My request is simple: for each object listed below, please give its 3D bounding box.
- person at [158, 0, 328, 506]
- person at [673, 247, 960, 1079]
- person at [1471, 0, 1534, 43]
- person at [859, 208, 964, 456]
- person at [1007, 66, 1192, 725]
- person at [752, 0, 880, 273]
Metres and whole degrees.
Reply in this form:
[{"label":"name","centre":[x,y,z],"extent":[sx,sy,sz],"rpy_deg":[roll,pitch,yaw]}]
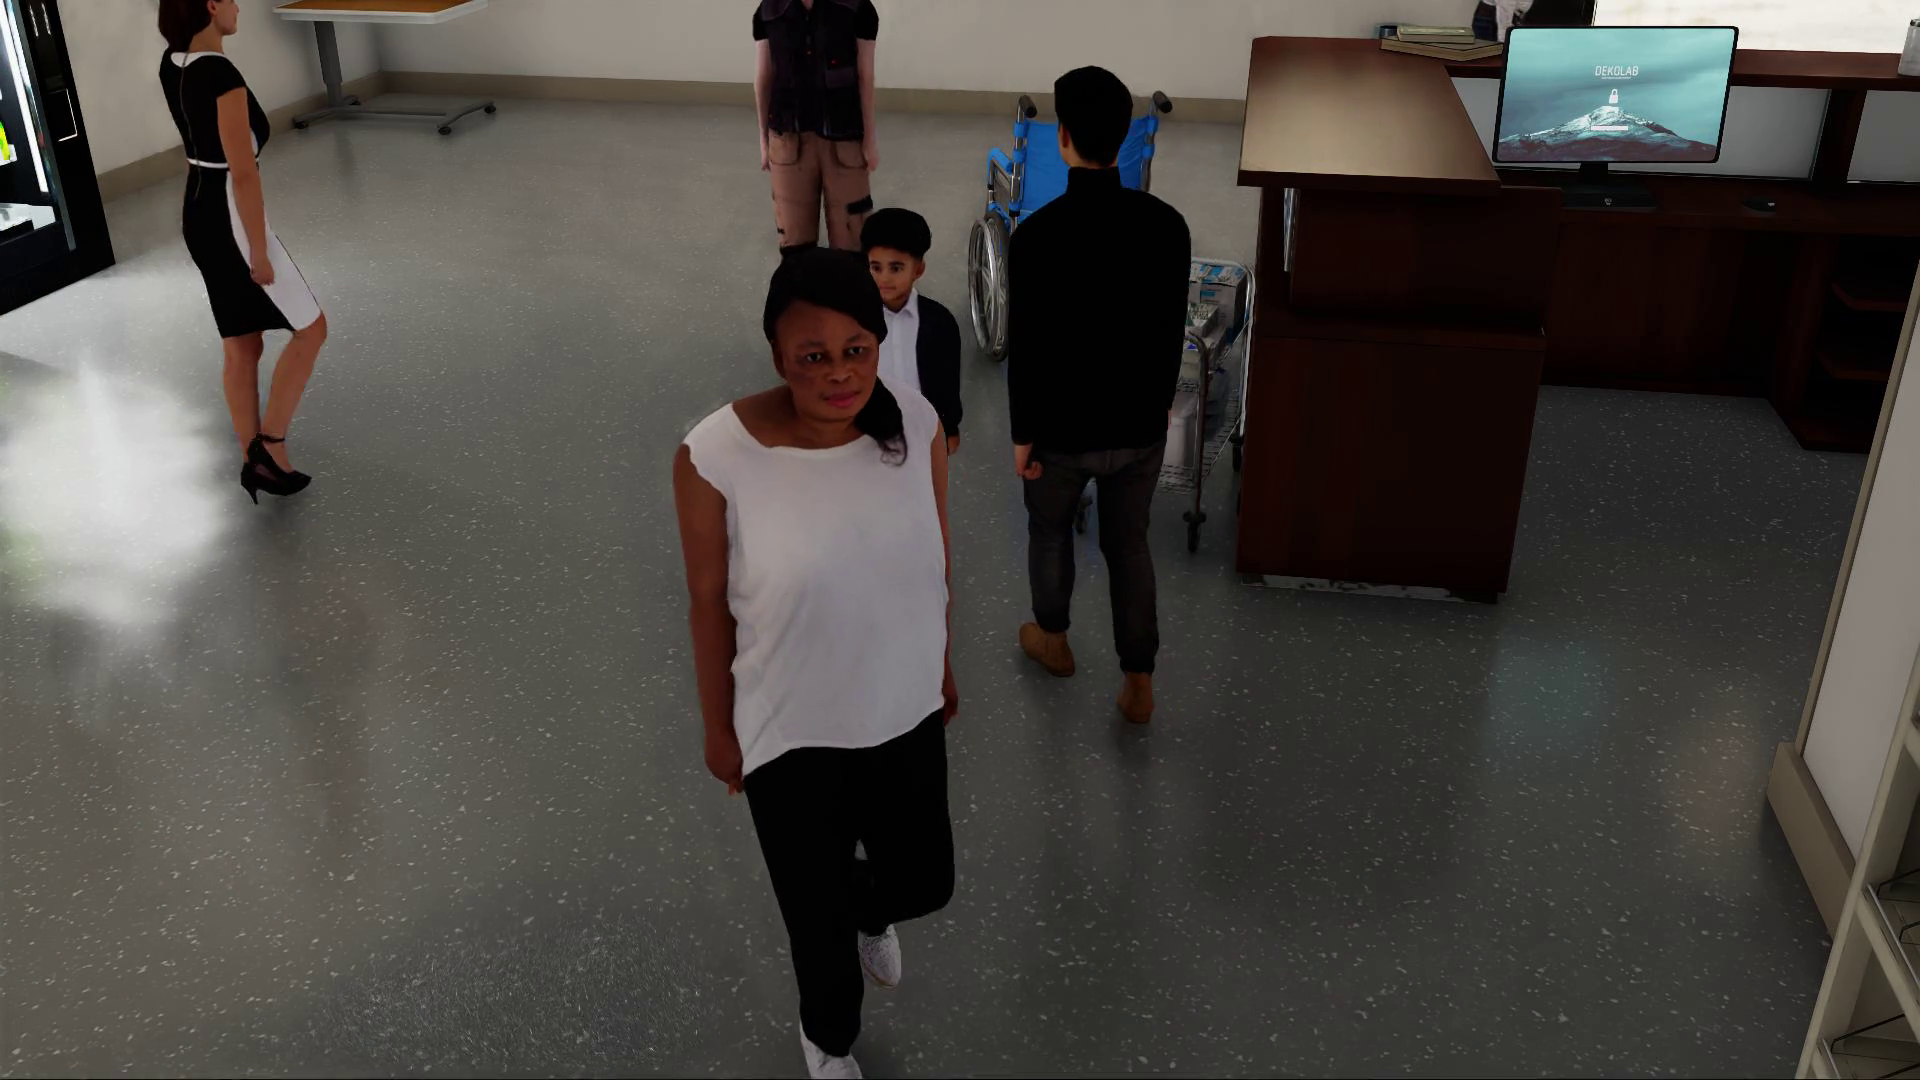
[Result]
[{"label":"person","centre":[-2.453,-0.936,5.460],"extent":[0.702,1.785,0.725],"rpy_deg":[18,31,32]},{"label":"person","centre":[-0.237,0.265,3.096],"extent":[0.823,1.677,0.873],"rpy_deg":[-12,28,-23]},{"label":"person","centre":[3.116,-2.965,9.629],"extent":[0.708,1.820,0.503],"rpy_deg":[6,26,12]},{"label":"person","centre":[-0.169,-0.387,4.930],"extent":[0.507,1.219,0.490],"rpy_deg":[4,26,8]},{"label":"person","centre":[0.373,-0.311,4.260],"extent":[0.837,1.703,1.013],"rpy_deg":[-4,26,-8]},{"label":"person","centre":[-0.561,-1.672,6.941],"extent":[0.683,1.827,0.873],"rpy_deg":[3,26,7]}]
